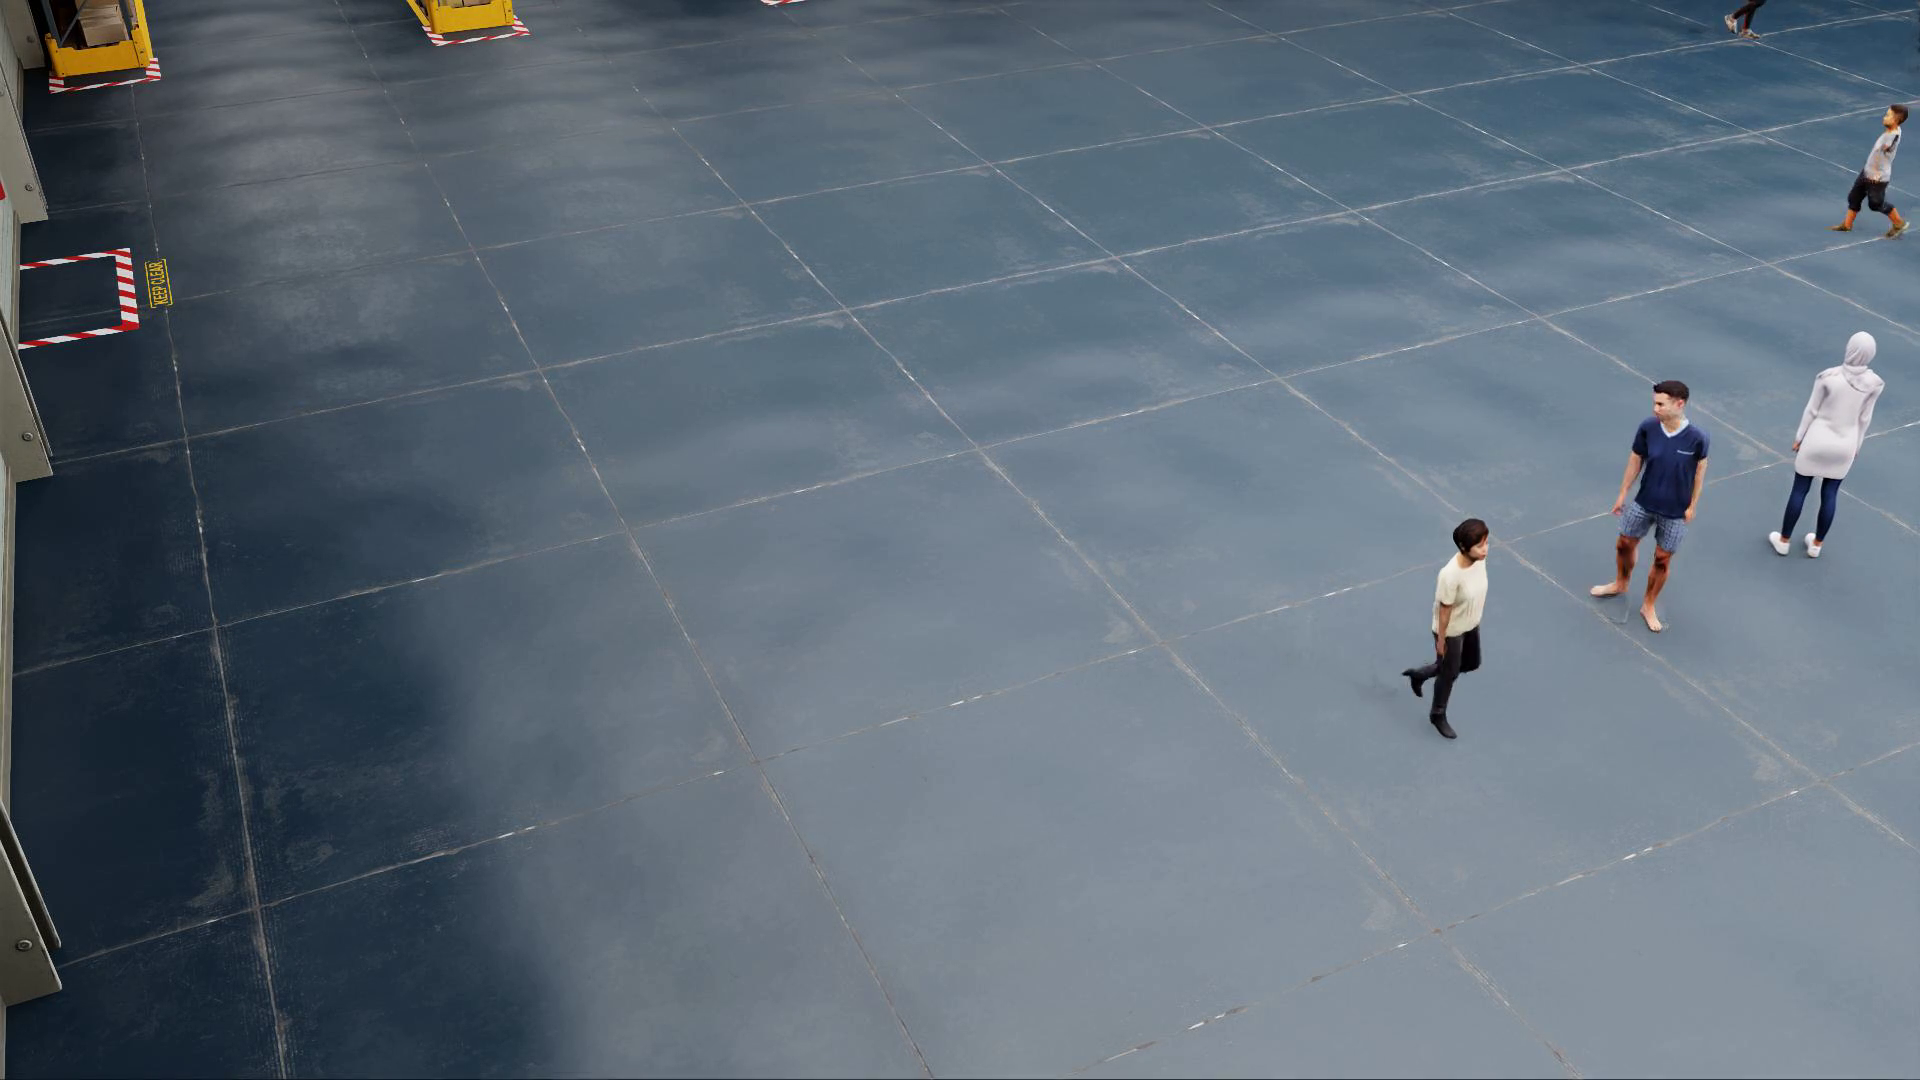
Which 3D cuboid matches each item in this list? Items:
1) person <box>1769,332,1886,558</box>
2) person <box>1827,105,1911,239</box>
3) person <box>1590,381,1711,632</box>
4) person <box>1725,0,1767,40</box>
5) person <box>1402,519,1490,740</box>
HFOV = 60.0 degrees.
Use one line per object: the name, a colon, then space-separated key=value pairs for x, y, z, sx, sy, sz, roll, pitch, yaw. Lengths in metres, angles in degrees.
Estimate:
person: x=6.353 y=-0.685 z=12.164 sx=0.707 sy=1.773 sz=0.751 roll=8 pitch=34 yaw=12
person: x=9.679 y=-3.880 z=17.386 sx=1.030 sy=1.434 sz=0.977 roll=11 pitch=35 yaw=16
person: x=4.866 y=-0.248 z=11.441 sx=0.724 sy=1.827 sz=0.874 roll=14 pitch=36 yaw=20
person: x=11.135 y=-7.953 z=23.312 sx=0.896 sy=1.802 sz=0.825 roll=23 pitch=40 yaw=31
person: x=3.075 y=0.527 z=10.489 sx=0.710 sy=1.566 sz=0.801 roll=-27 pitch=41 yaw=-35
